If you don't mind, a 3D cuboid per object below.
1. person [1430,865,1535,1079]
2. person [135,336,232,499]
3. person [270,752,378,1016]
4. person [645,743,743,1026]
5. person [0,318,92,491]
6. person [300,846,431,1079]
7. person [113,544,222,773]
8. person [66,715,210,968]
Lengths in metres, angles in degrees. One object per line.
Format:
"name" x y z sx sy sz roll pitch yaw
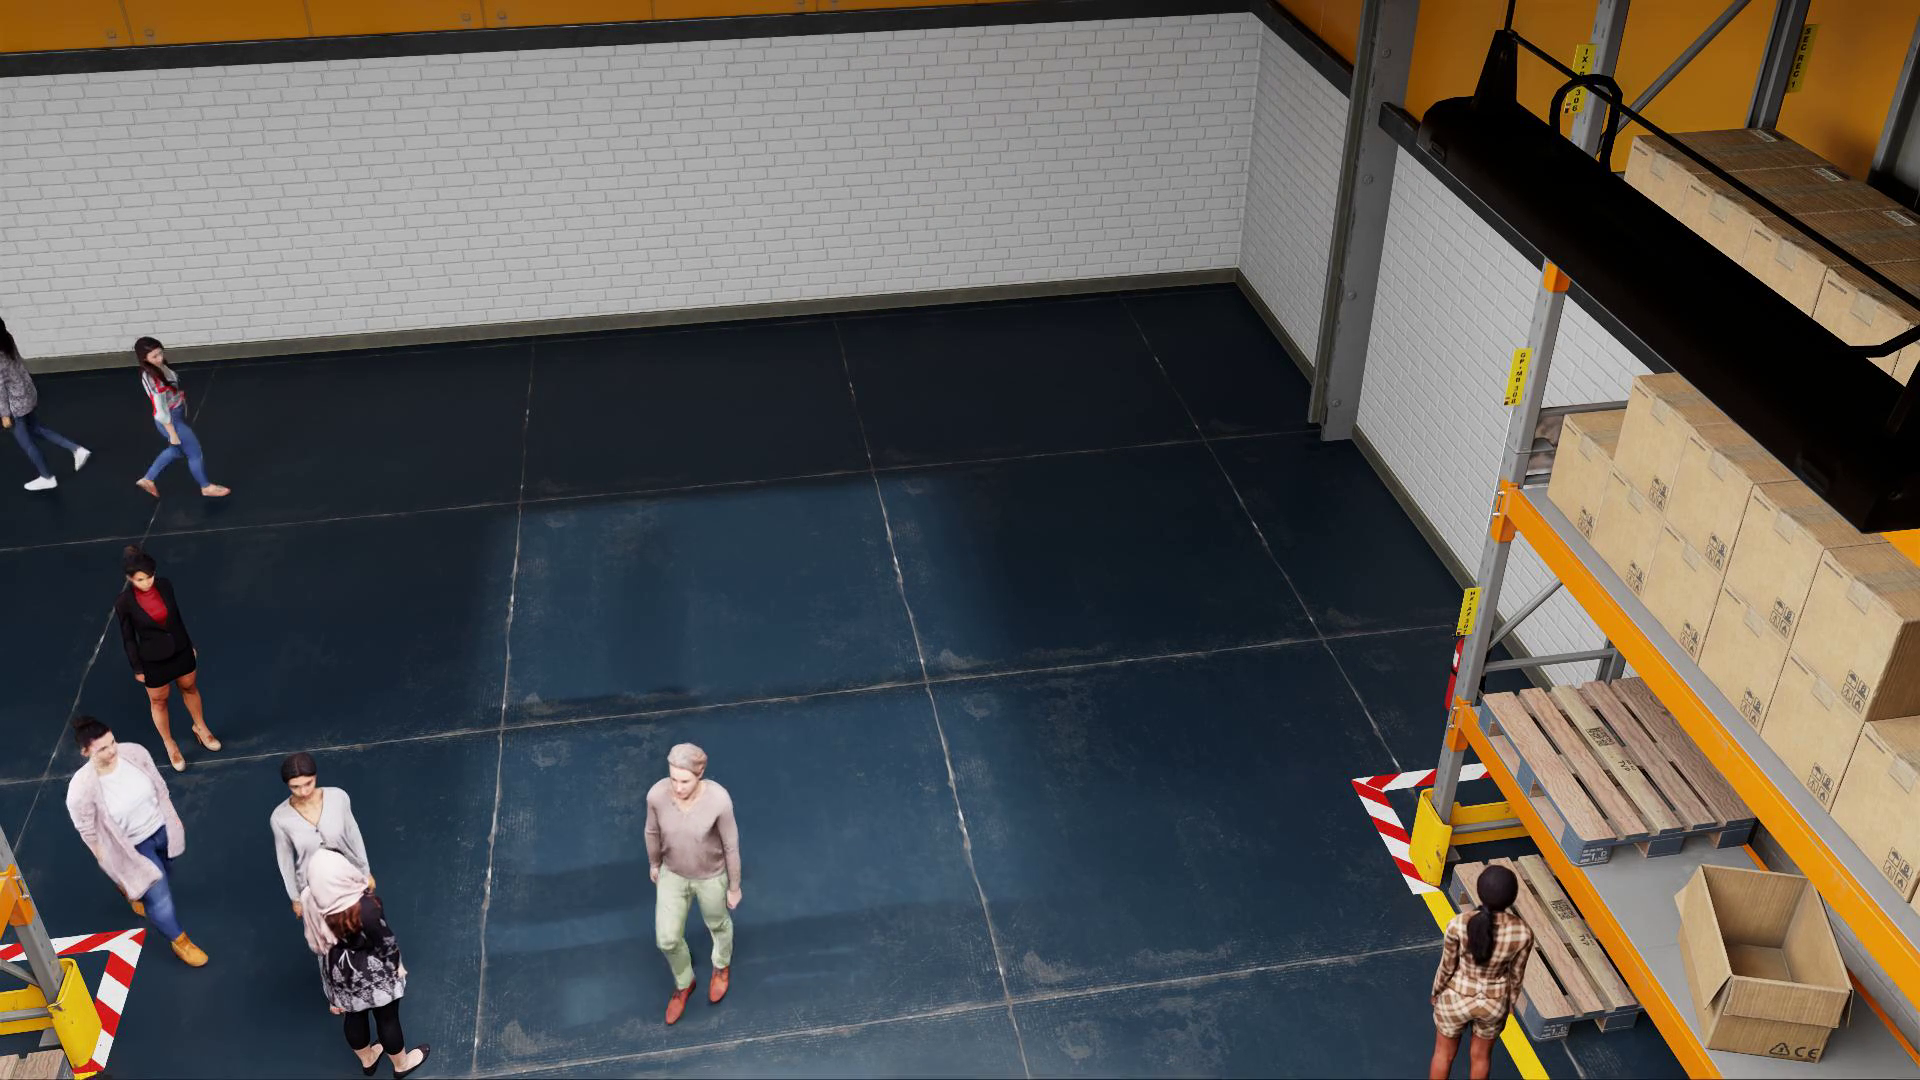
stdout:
"person" 2.596 2.340 8.415 0.656 1.792 0.655 6 34 9
"person" -6.501 -0.949 13.558 0.775 1.578 0.900 -13 36 -18
"person" -3.471 1.864 9.149 0.670 1.773 0.661 -20 39 -28
"person" -1.434 1.782 9.197 0.818 1.856 0.857 4 34 6
"person" -7.691 -1.143 13.729 0.690 1.710 0.746 -2 34 -4
"person" -3.155 2.223 8.730 0.724 1.639 0.745 7 34 10
"person" -5.213 0.781 10.897 0.748 1.642 0.692 24 41 32
"person" -4.759 1.665 9.495 1.091 1.721 1.103 14 36 20
